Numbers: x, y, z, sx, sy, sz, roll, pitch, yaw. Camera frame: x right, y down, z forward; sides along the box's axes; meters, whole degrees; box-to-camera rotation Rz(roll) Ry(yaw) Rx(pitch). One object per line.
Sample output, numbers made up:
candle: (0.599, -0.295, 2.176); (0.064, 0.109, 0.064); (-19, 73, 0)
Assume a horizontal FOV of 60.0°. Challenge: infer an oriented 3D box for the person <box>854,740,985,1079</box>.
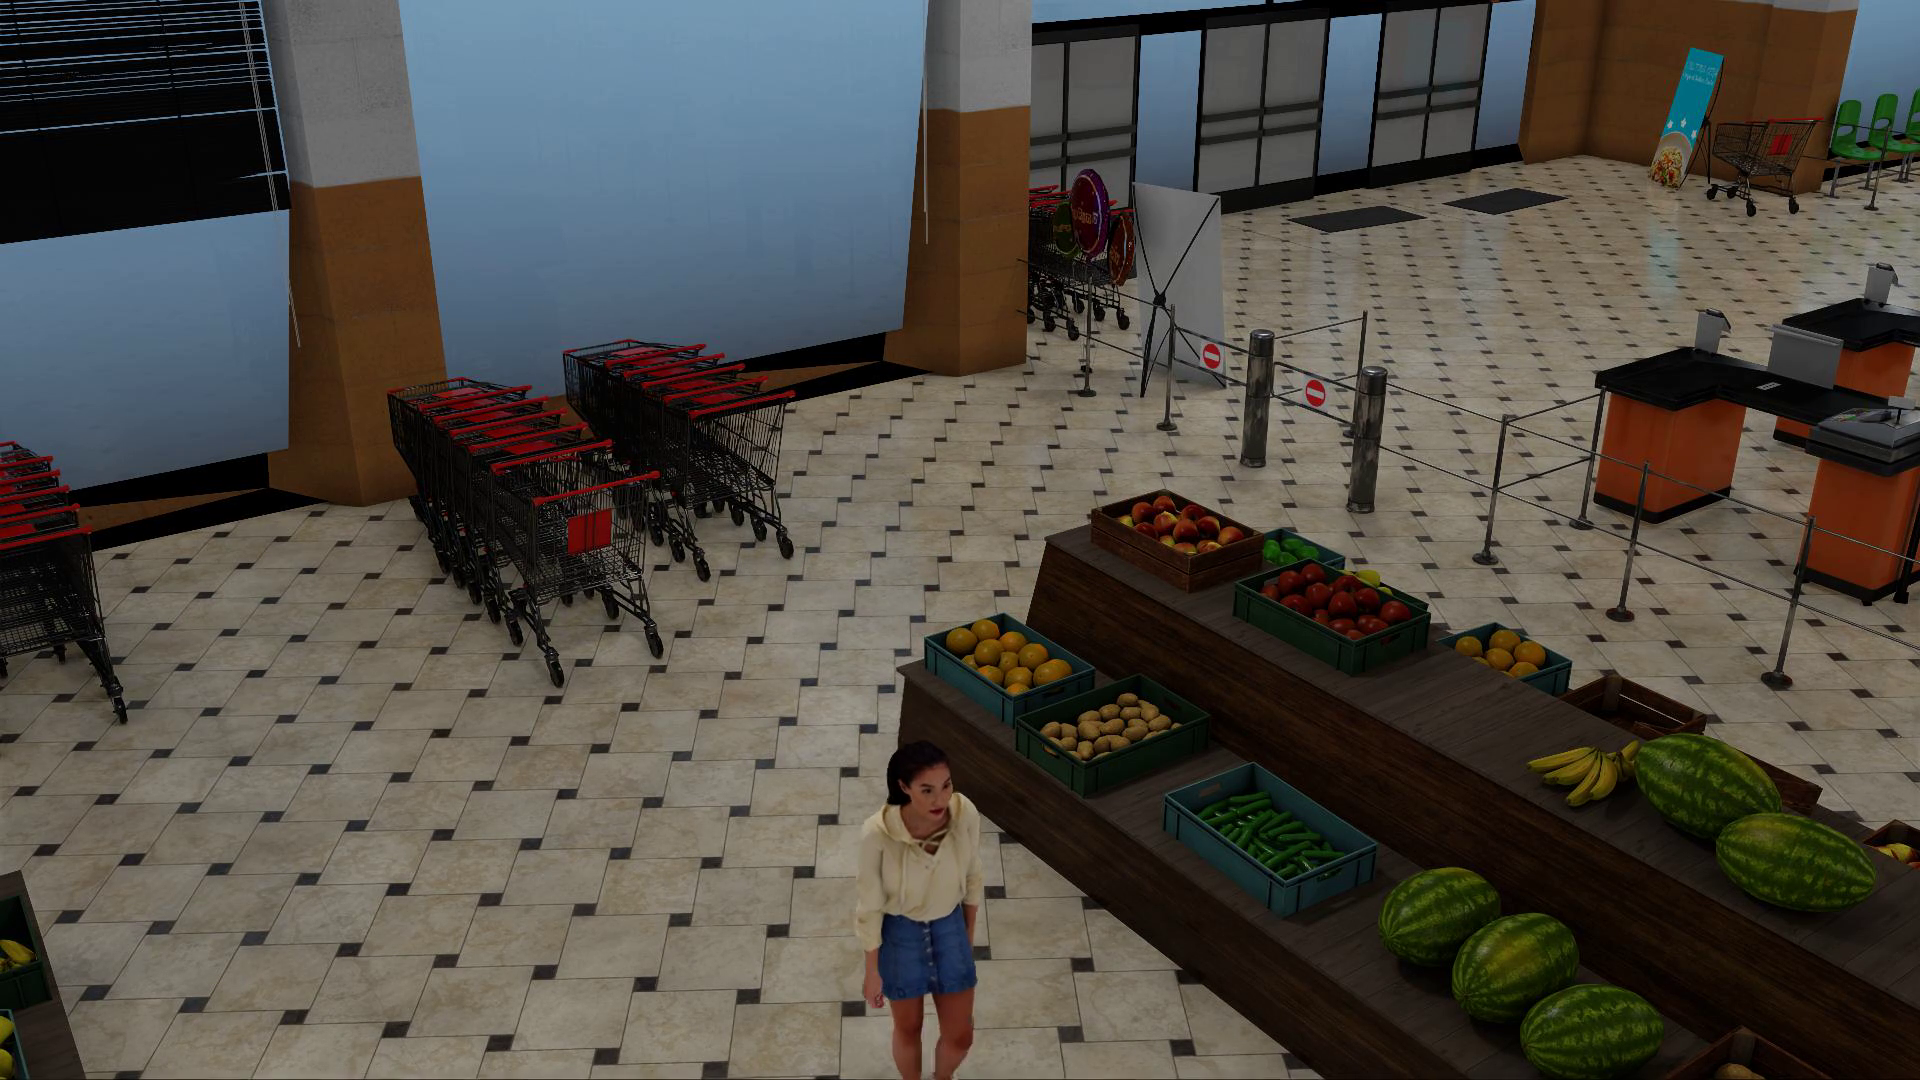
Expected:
person: (-0.167, 1.385, 5.907); (0.715, 1.620, 0.688); (-7, 25, -16)
